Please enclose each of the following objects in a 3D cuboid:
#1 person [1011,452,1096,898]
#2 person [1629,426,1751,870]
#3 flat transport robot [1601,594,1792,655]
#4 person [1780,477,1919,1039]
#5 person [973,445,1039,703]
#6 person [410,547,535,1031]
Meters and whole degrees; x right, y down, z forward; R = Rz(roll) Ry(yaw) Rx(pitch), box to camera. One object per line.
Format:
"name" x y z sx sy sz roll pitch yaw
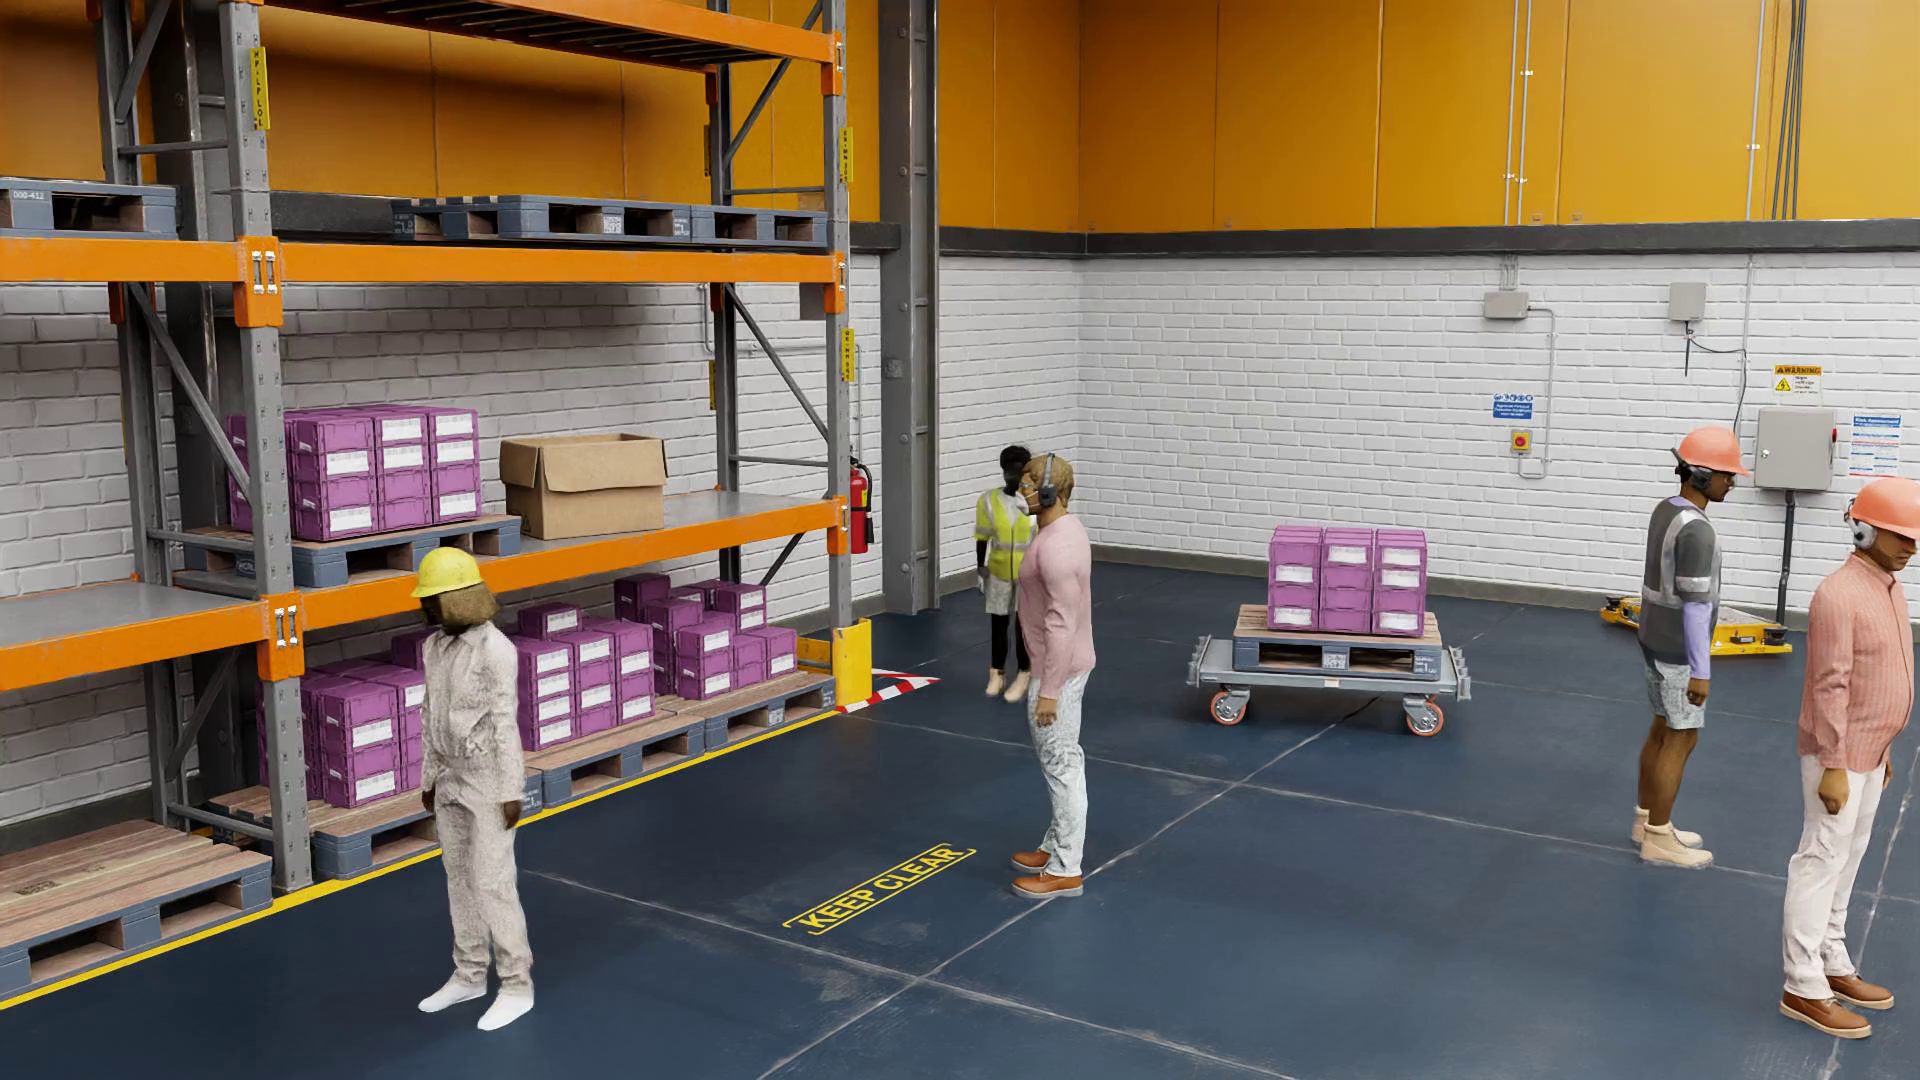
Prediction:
"person" 0.401 0.586 7.240 0.375 1.940 0.627 1 9 5
"person" 3.314 0.490 7.580 0.409 2.030 0.617 1 9 9
"flat transport robot" 5.475 0.617 12.438 0.652 0.197 1.431 -1 9 -9
"person" 3.226 0.759 5.971 0.612 1.984 0.401 -8 12 -44
"person" 0.362 0.215 10.552 0.566 1.656 0.481 3 9 16
"person" -1.778 0.882 5.997 0.499 1.733 0.313 6 11 36
